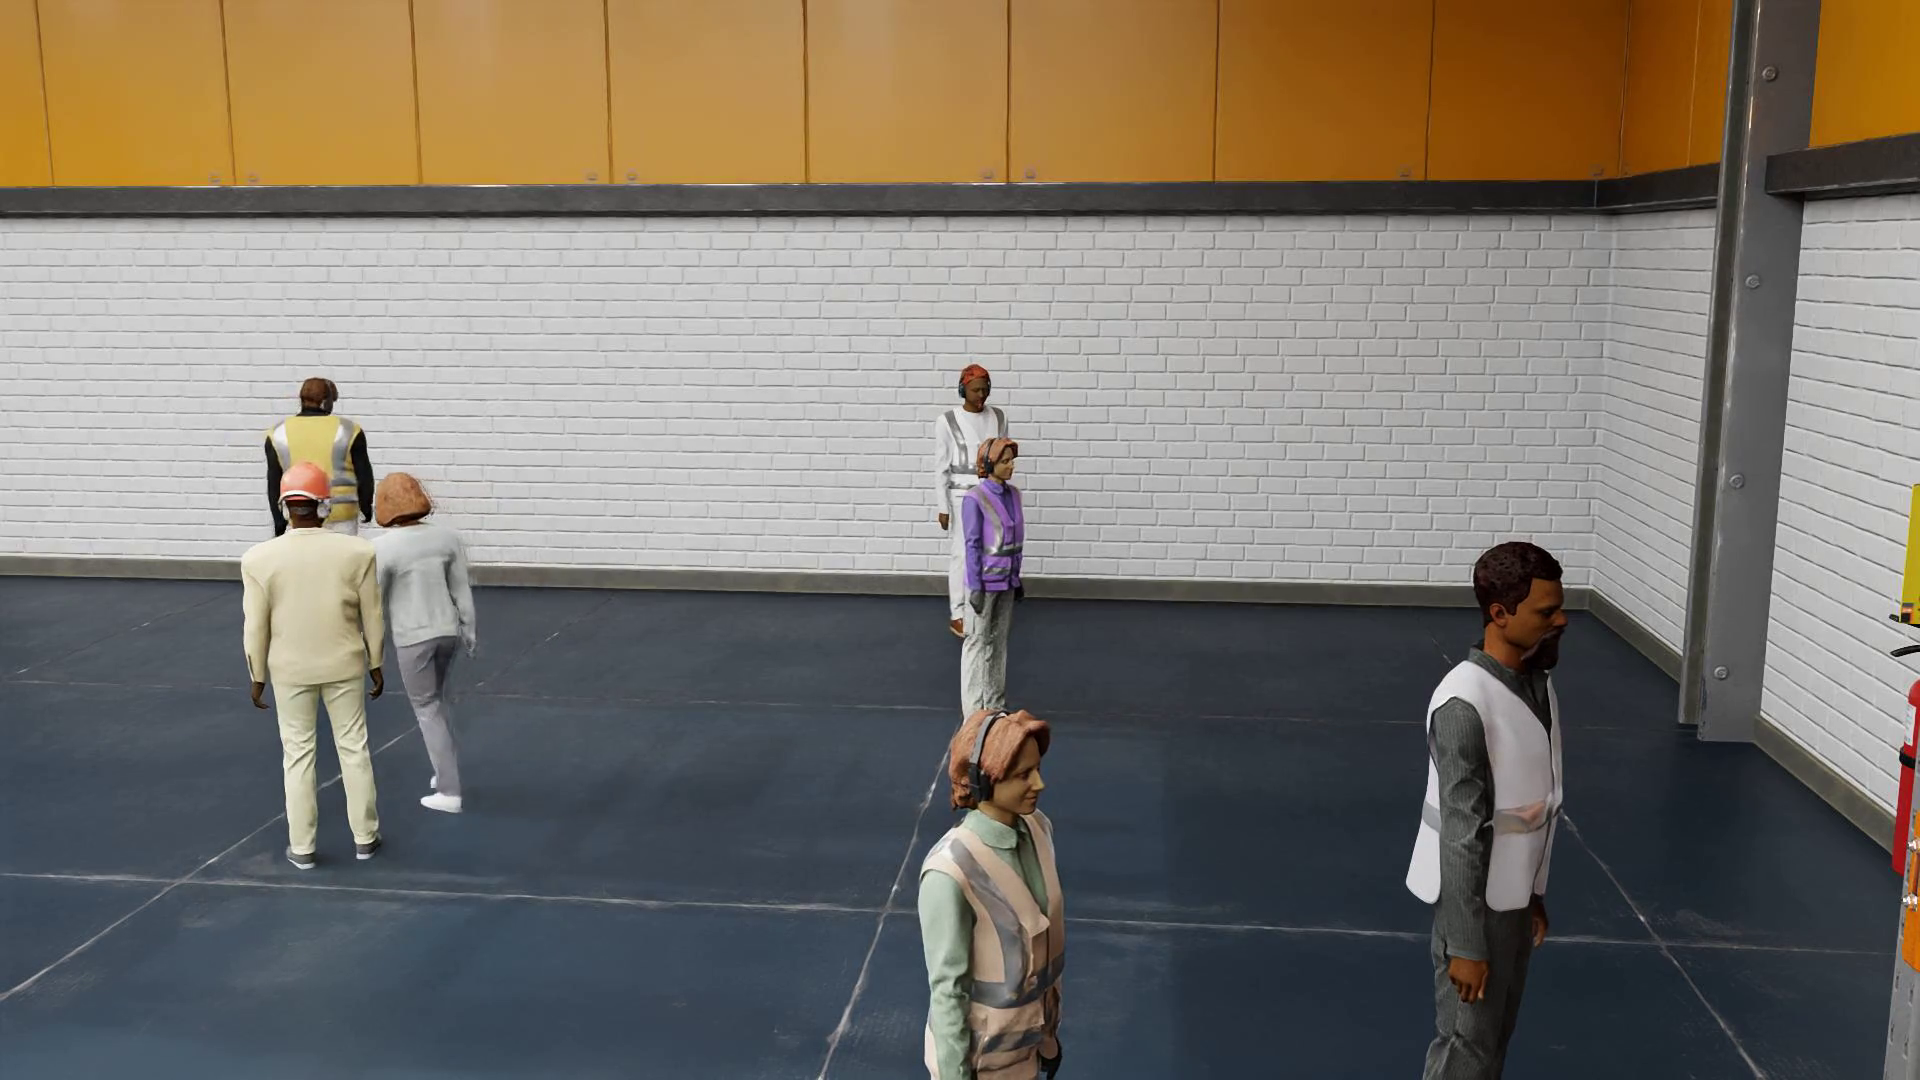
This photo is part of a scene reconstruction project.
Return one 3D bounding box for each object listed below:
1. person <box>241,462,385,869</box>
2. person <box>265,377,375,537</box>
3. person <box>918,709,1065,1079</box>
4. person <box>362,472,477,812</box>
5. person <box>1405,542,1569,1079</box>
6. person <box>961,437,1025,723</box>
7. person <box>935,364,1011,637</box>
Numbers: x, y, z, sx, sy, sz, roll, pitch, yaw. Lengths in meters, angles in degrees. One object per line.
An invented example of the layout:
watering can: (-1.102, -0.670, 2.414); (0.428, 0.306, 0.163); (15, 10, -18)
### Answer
person: (-2.776, 0.534, 7.181); (0.569, 1.747, 0.340); (-5, 11, -25)
person: (-4.186, -0.163, 10.973); (0.641, 1.818, 0.521); (-1, 10, -6)
person: (0.076, 1.182, 3.794); (0.307, 1.641, 0.511); (5, 11, 26)
person: (-2.563, 0.482, 7.886); (0.534, 1.606, 0.510); (7, 12, 34)
person: (1.382, 0.946, 4.348); (0.392, 1.919, 0.592); (6, 12, 33)
person: (0.183, 0.253, 9.107); (0.313, 1.642, 0.513); (6, 12, 33)
person: (0.097, -0.267, 11.418); (0.585, 1.878, 0.370); (-6, 12, -31)
